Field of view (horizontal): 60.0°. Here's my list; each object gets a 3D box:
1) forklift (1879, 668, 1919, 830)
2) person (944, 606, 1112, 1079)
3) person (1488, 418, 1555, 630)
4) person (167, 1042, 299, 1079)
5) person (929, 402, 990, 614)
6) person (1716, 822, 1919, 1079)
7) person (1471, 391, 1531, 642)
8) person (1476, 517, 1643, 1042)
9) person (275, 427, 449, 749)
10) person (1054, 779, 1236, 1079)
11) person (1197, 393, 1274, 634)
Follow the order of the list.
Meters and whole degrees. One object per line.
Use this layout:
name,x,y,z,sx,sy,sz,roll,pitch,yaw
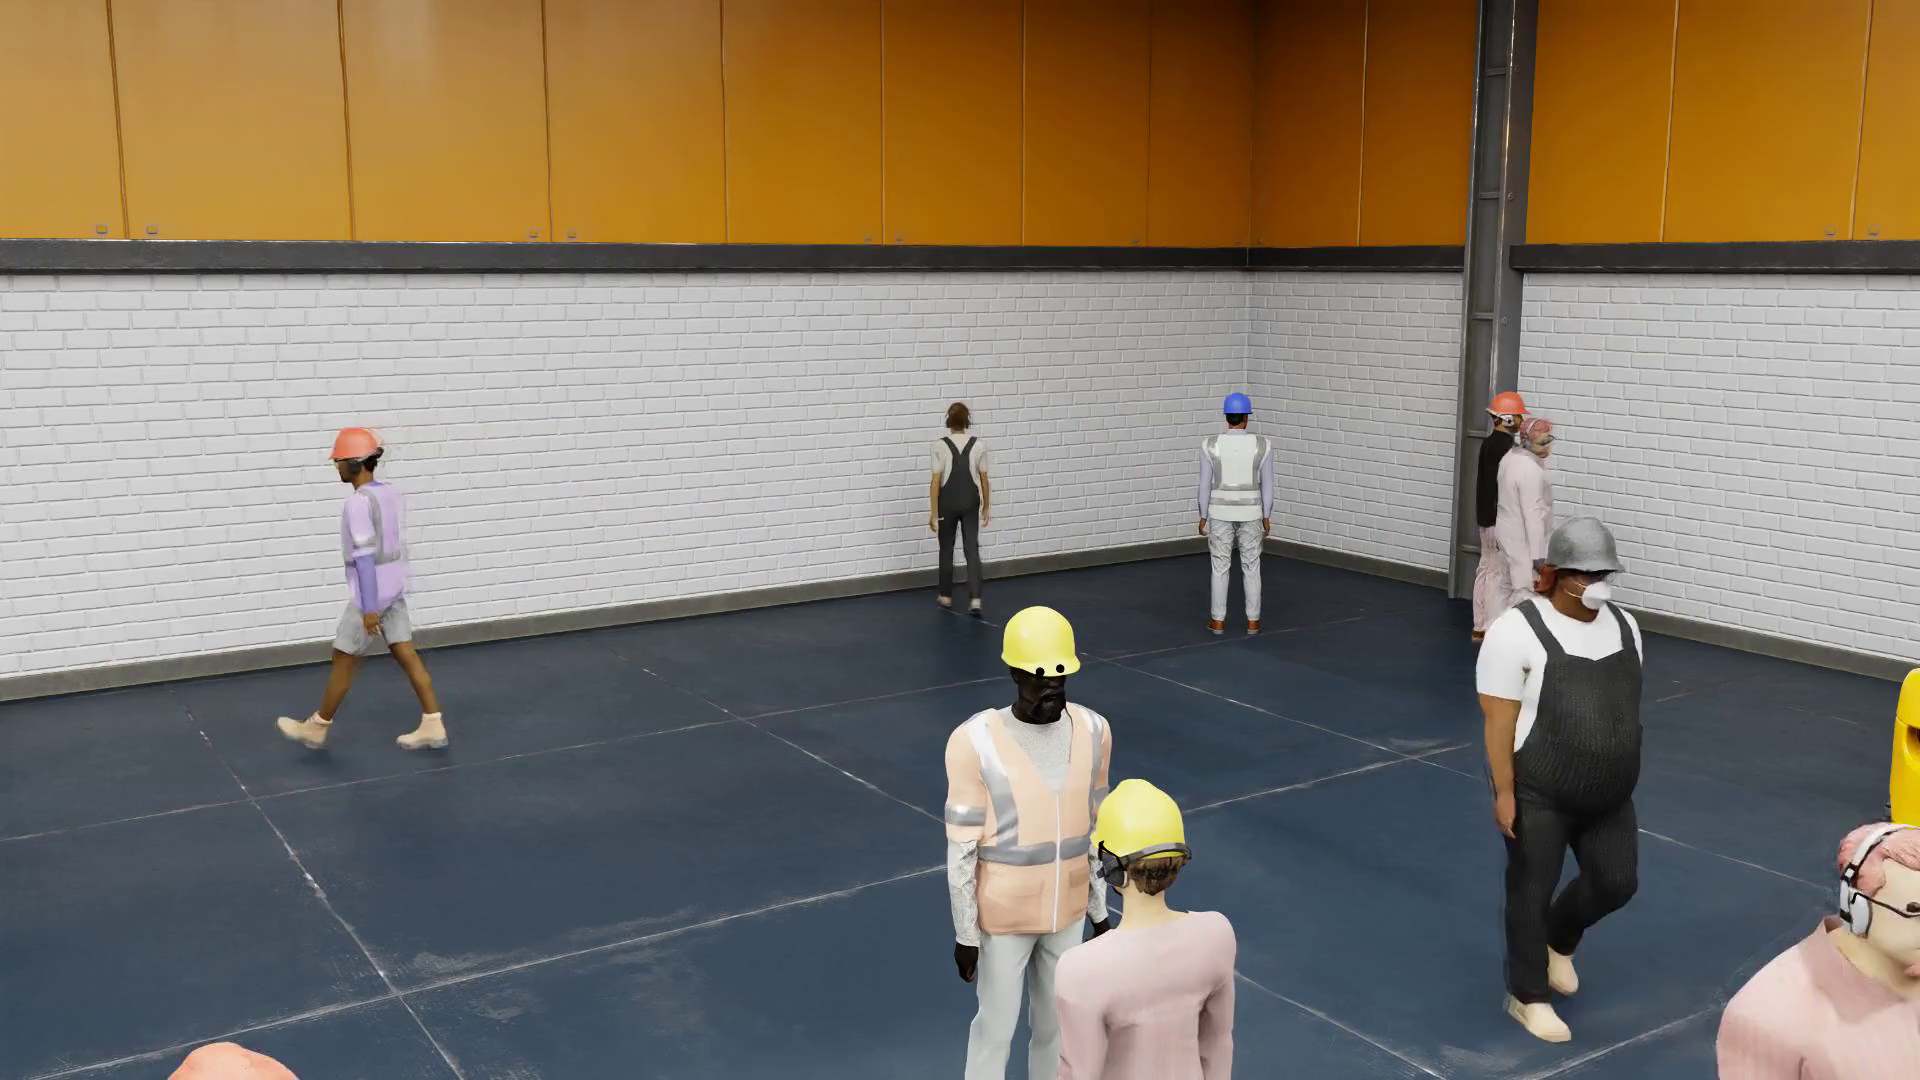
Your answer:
forklift,5.511,0.571,7.906,2.313,2.155,1.214,-6,11,-33
person,0.233,1.150,5.216,0.586,1.928,0.364,-5,11,-30
person,4.135,0.021,12.257,0.412,1.870,0.790,0,9,2
person,-0.937,1.649,2.303,0.555,1.910,0.885,-8,13,-41
person,-0.005,-0.276,14.172,0.529,1.814,0.863,-2,10,-10
person,1.873,1.463,3.515,0.640,1.868,0.957,-3,10,-18
person,4.170,-0.148,12.833,0.376,1.997,0.612,0,9,2
person,2.317,0.904,6.359,0.680,2.000,0.570,-2,10,-14
person,-3.640,0.308,10.109,1.061,1.981,0.638,1,9,3
person,0.421,1.437,3.978,0.533,1.767,0.325,-6,11,-33
person,2.201,-0.205,13.334,0.605,1.944,0.403,1,9,5
